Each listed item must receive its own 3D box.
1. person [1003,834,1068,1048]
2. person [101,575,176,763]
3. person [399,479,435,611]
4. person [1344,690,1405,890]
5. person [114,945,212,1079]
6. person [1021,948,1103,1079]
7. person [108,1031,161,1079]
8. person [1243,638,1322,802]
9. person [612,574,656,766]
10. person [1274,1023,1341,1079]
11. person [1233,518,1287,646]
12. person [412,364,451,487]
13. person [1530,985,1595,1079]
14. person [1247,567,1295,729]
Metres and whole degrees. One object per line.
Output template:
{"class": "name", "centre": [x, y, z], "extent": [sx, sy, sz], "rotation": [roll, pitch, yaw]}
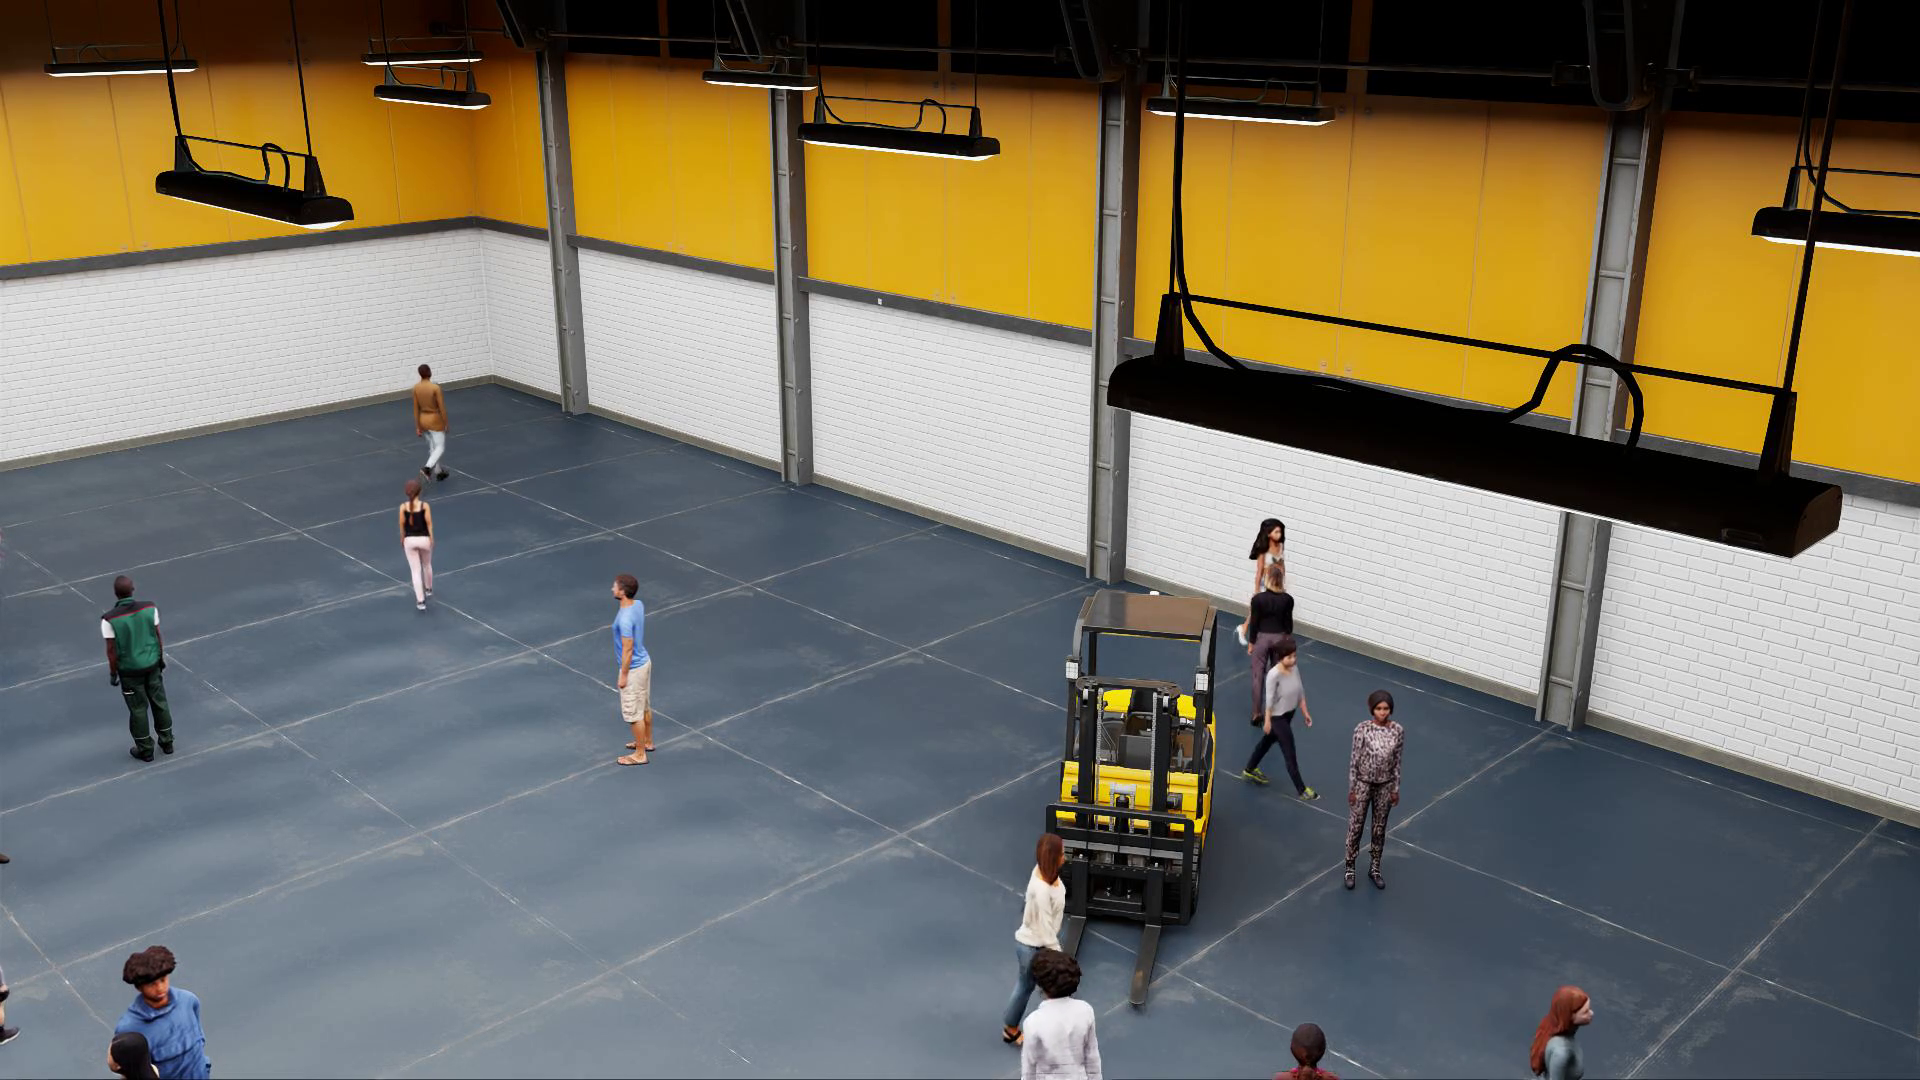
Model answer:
{"class": "person", "centre": [0.458, 2.753, 11.450], "extent": [0.959, 1.658, 0.888], "rotation": [4, 19, 13]}
{"class": "person", "centre": [-7.786, 1.205, 15.766], "extent": [0.614, 1.839, 0.686], "rotation": [16, 24, 39]}
{"class": "person", "centre": [-6.395, 0.080, 19.601], "extent": [0.796, 1.523, 1.093], "rotation": [-7, 20, -20]}
{"class": "person", "centre": [3.365, 2.020, 13.543], "extent": [0.679, 1.713, 0.743], "rotation": [1, 19, 3]}
{"class": "person", "centre": [-4.668, 3.218, 9.830], "extent": [0.616, 1.811, 0.708], "rotation": [13, 23, 34]}
{"class": "person", "centre": [0.632, 3.288, 9.690], "extent": [0.819, 1.769, 1.169], "rotation": [-9, 21, -25]}
{"class": "person", "centre": [-4.458, 3.468, 9.144], "extent": [0.862, 1.775, 0.789], "rotation": [-3, 19, -8]}
{"class": "person", "centre": [2.853, 1.593, 15.142], "extent": [1.080, 1.502, 0.614], "rotation": [15, 24, 38]}
{"class": "person", "centre": [-3.087, 1.200, 15.742], "extent": [0.780, 1.863, 0.741], "rotation": [2, 19, 5]}
{"class": "person", "centre": [1.904, 3.510, 9.188], "extent": [1.104, 1.669, 1.010], "rotation": [4, 19, 12]}
{"class": "person", "centre": [3.304, 0.528, 18.161], "extent": [0.589, 1.592, 1.003], "rotation": [-17, 25, -41]}
{"class": "person", "centre": [-7.757, -1.658, 24.324], "extent": [1.081, 1.801, 1.031], "rotation": [4, 19, 12]}
{"class": "person", "centre": [3.349, 3.322, 9.660], "extent": [1.109, 1.723, 0.911], "rotation": [5, 19, 15]}
{"class": "person", "centre": [3.063, 1.061, 16.457], "extent": [0.689, 1.670, 0.728], "rotation": [-2, 19, -6]}
